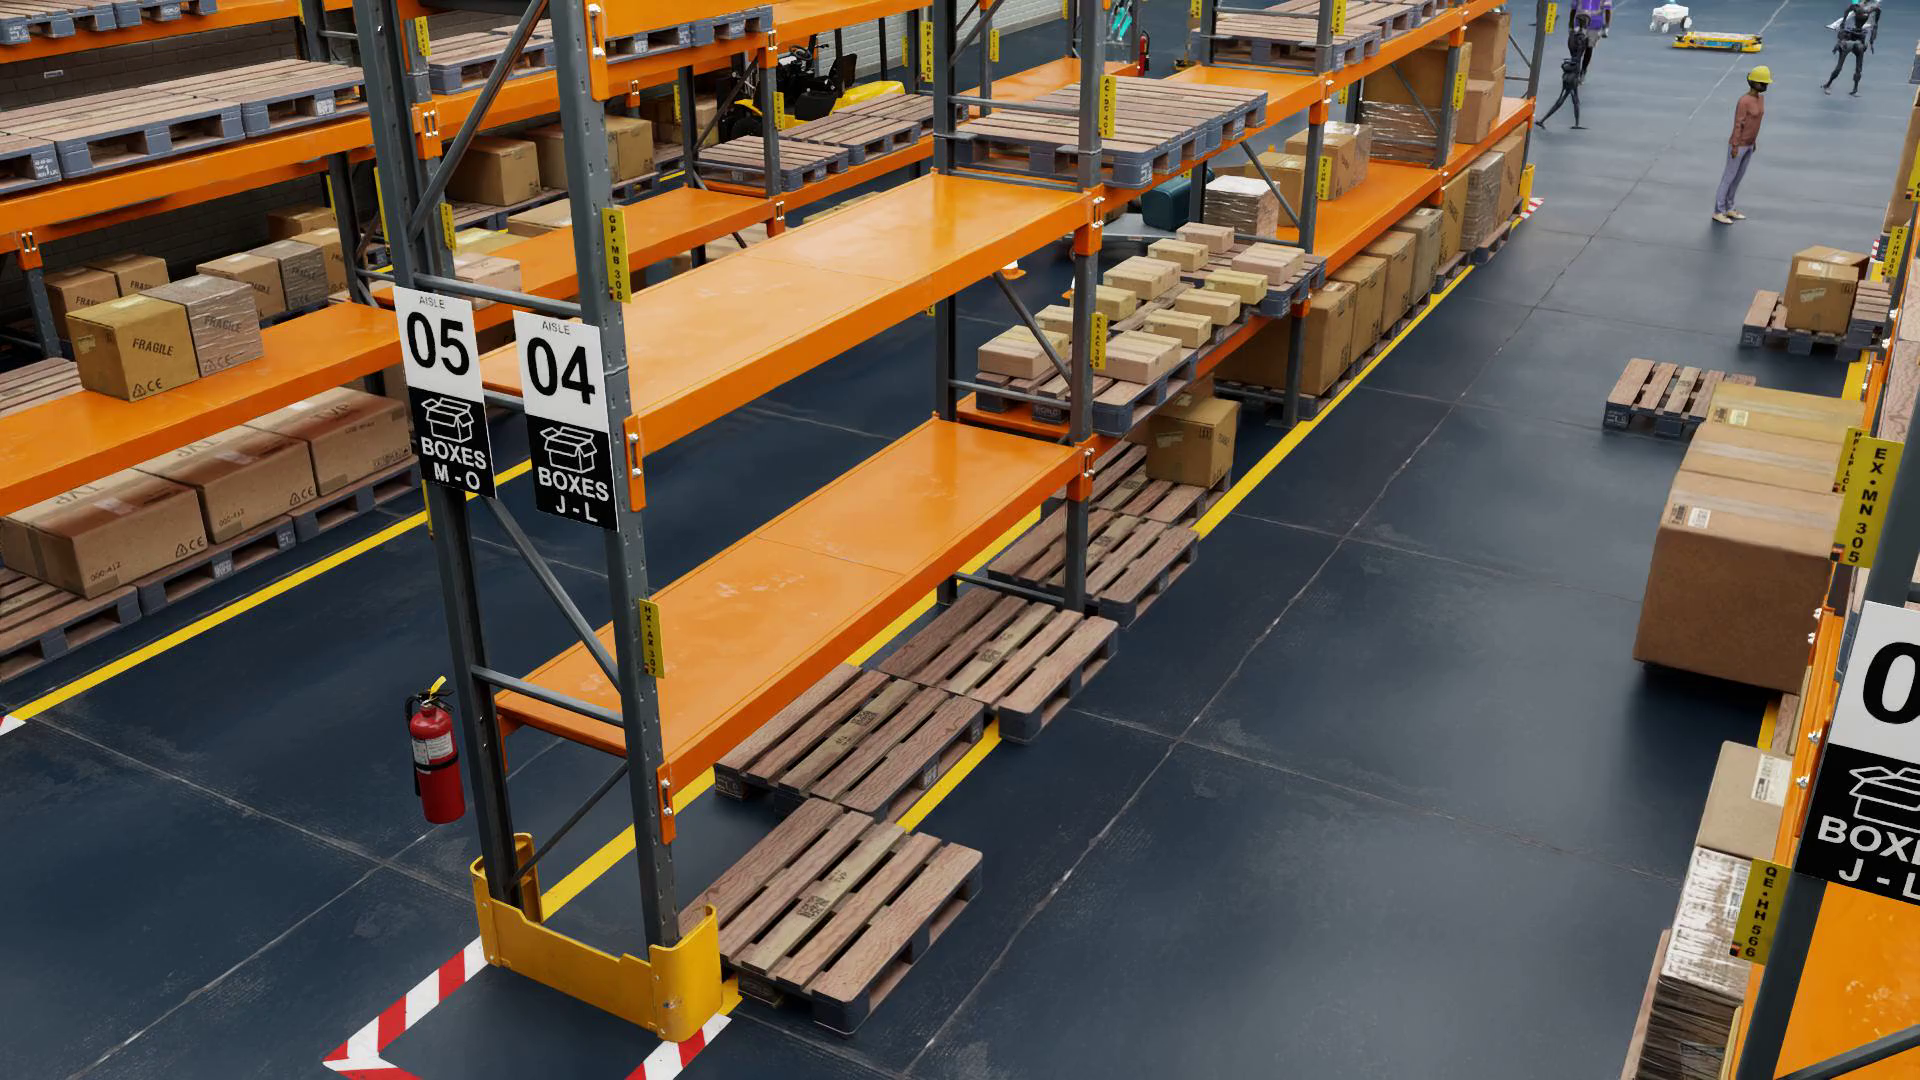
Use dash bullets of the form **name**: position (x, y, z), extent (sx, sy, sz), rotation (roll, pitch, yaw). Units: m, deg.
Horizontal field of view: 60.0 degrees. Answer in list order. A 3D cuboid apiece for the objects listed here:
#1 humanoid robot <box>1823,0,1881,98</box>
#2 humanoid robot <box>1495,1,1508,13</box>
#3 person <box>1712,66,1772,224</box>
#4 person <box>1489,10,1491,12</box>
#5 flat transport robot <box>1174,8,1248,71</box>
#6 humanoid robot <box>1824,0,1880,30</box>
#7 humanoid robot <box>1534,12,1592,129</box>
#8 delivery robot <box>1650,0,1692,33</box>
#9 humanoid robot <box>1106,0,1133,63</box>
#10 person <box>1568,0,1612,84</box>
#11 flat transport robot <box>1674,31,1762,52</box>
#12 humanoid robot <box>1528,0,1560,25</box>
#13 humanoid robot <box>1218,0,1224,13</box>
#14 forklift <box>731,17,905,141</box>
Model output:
- **humanoid robot**: position (13.897, -7.757, 25.829), extent (0.603, 1.650, 0.458), rotation (4, 26, 8)
- **humanoid robot**: position (9.084, -9.105, 28.562), extent (0.552, 1.727, 1.037), rotation (-8, 27, -17)
- **person**: position (8.966, -4.514, 18.996), extent (0.532, 1.766, 0.324), rotation (-21, 33, -37)
- **person**: position (7.371, -6.938, 23.873), extent (0.634, 1.901, 0.571), rotation (17, 31, 32)
- **flat transport robot**: position (4.346, -8.043, 28.055), extent (1.431, 0.231, 0.659), rotation (2, 26, 5)
- **humanoid robot**: position (17.100, -10.480, 31.483), extent (1.040, 1.769, 0.537), rotation (2, 26, 5)
- **humanoid robot**: position (8.637, -6.633, 23.563), extent (0.783, 1.628, 0.596), rotation (5, 26, 10)
- **delivery robot**: position (13.599, -10.030, 31.837), extent (0.774, 0.581, 0.499), rotation (-16, 30, -29)
- **humanoid robot**: position (2.729, -8.998, 28.292), extent (0.653, 1.747, 0.538), rotation (-23, 34, -39)
- **person**: position (9.984, -8.174, 26.427), extent (0.623, 1.908, 1.012), rotation (8, 27, 17)
- **flat transport robot**: position (13.706, -9.006, 30.055), extent (1.431, 0.231, 0.659), rotation (11, 28, 21)
- **humanoid robot**: position (11.344, -10.726, 32.012), extent (0.593, 1.635, 0.613), rotation (11, 28, 22)
- **humanoid robot**: position (5.016, -10.708, 31.953), extent (0.658, 1.843, 0.538), rotation (17, 30, 31)
- **forklift**: position (-1.819, -5.975, 21.543), extent (2.313, 2.155, 1.214), rotation (14, 29, 26)
